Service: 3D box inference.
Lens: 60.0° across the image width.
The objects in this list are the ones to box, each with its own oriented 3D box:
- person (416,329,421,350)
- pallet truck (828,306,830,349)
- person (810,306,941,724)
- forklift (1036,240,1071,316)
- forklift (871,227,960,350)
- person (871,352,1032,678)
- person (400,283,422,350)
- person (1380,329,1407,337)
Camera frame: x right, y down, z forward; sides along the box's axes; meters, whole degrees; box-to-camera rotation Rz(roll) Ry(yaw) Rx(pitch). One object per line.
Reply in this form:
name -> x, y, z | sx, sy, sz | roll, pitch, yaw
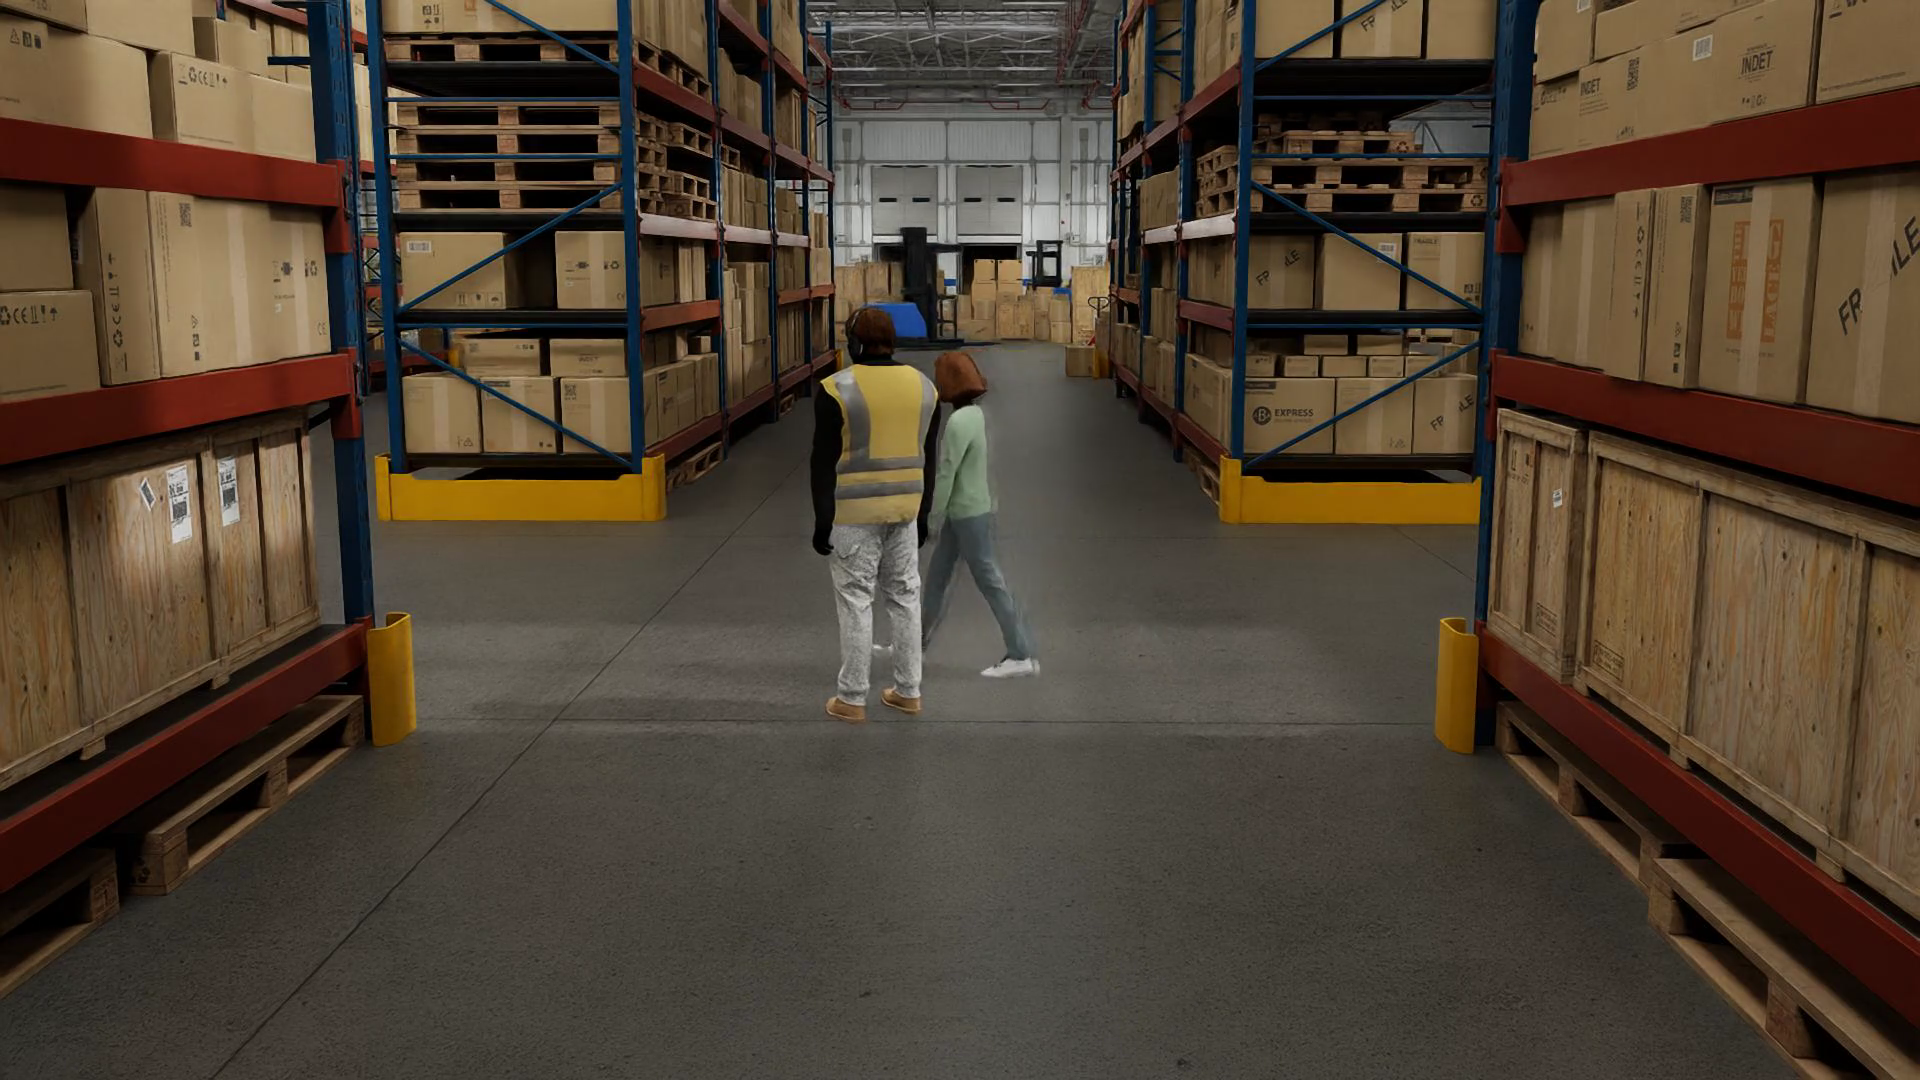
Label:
person -> -11.653, -4.767, 35.874 | 0.529, 1.616, 0.623 | -5, 10, -25
pallet truck -> -3.100, -3.940, 29.800 | 1.885, 1.965, 0.823 | 3, 10, 19
person -> -0.386, -0.108, 7.362 | 0.619, 1.836, 0.431 | -7, 12, -36
forklift -> 3.266, -9.539, 60.701 | 1.129, 2.768, 1.873 | -3, 10, -19
forklift -> -1.061, -5.825, 38.457 | 1.873, 2.768, 1.129 | -4, 10, -20
person -> -0.029, -0.114, 8.095 | 0.846, 1.586, 0.516 | 1, 10, 6
person -> -11.376, -4.721, 34.660 | 0.354, 1.936, 0.635 | 8, 12, 40
person -> 6.778, -3.169, 26.201 | 0.528, 1.655, 0.864 | 2, 10, 10
